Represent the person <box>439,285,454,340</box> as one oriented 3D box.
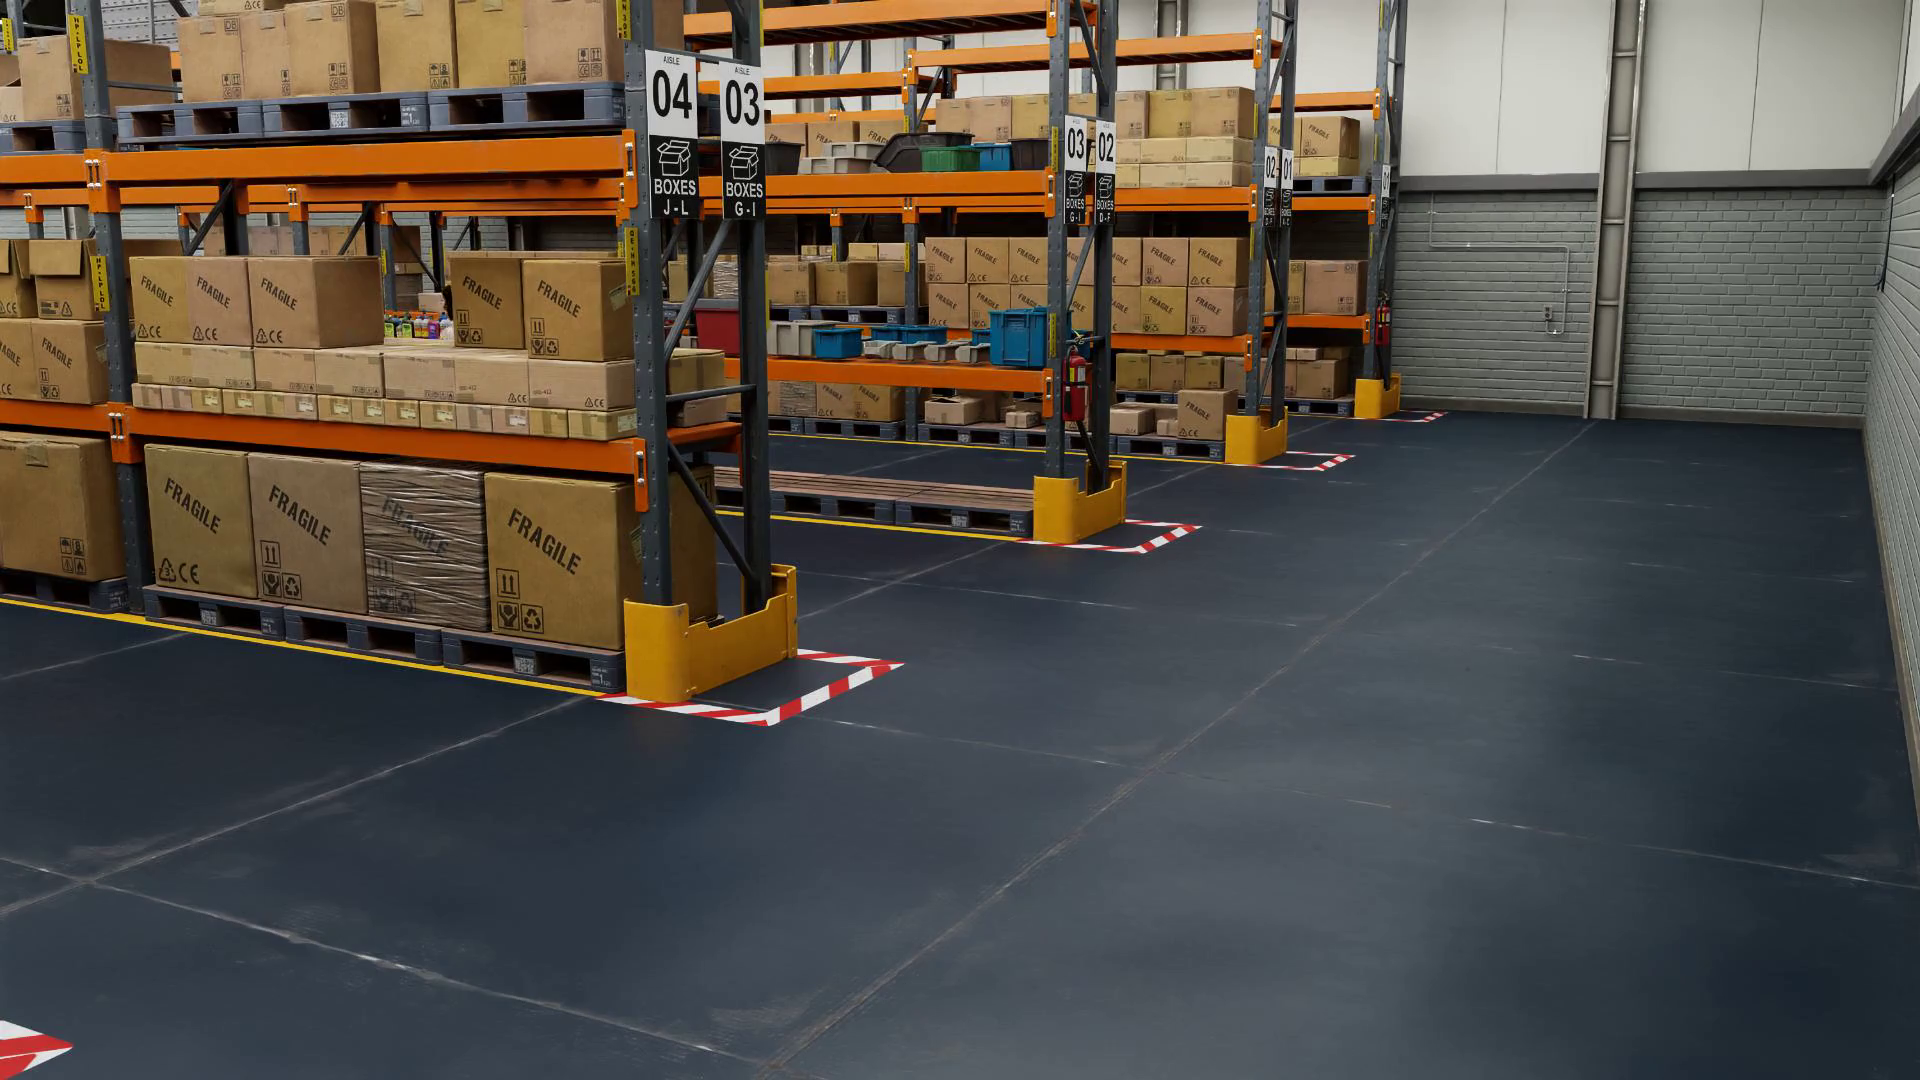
[{"bbox_3d":[-4.249,-1.264,14.494,0.613,1.945,0.625,5,12,27],"label":"person"}]
